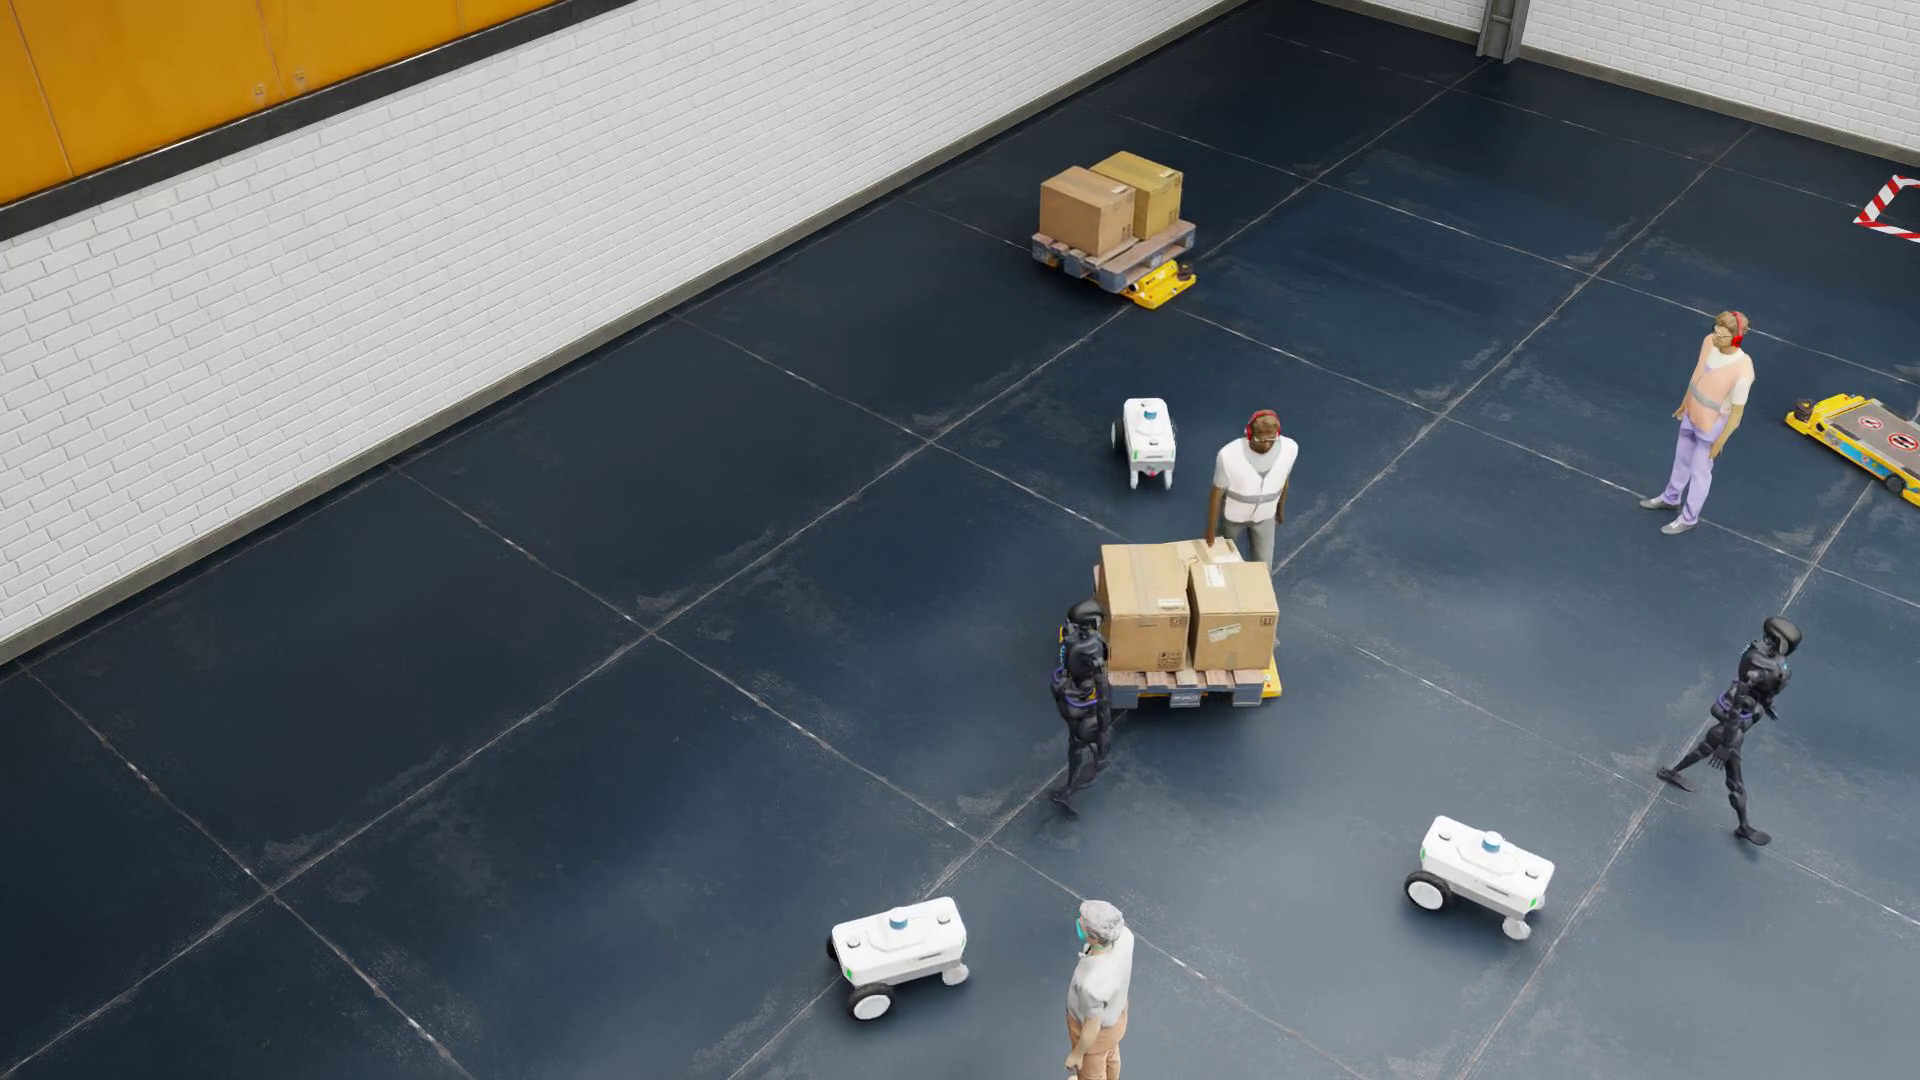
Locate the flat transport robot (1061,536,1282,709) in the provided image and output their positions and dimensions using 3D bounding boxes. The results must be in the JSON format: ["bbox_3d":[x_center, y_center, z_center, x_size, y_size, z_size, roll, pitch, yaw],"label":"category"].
[{"bbox_3d":[1.422,0.796,11.299,1.431,0.231,0.659,-1,39,-1],"label":"flat transport robot"}]

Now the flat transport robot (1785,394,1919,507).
[{"bbox_3d":[7.370,-0.728,13.190,0.659,0.231,1.431,-18,42,-21],"label":"flat transport robot"}]

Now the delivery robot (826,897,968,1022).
[{"bbox_3d":[-0.343,2.265,9.234,0.769,0.577,0.499,-12,40,-14],"label":"delivery robot"}]

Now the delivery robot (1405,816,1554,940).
[{"bbox_3d":[3.034,1.925,9.663,0.788,0.587,0.499,22,44,25],"label":"delivery robot"}]

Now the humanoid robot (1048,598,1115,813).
[{"bbox_3d":[0.701,0.969,9.963,0.411,1.653,0.583,-15,41,-17],"label":"humanoid robot"}]

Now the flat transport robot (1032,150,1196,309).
[{"bbox_3d":[1.425,-2.583,15.493,1.431,0.231,0.659,30,47,31],"label":"flat transport robot"}]

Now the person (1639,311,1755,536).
[{"bbox_3d":[5.432,-0.859,12.099,0.373,1.840,0.568,-5,39,-7],"label":"person"}]

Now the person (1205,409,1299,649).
[{"bbox_3d":[1.945,-0.147,11.258,0.612,1.797,0.898,-7,39,-8],"label":"person"}]

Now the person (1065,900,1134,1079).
[{"bbox_3d":[0.658,2.362,8.176,0.321,1.748,0.476,15,41,18],"label":"person"}]

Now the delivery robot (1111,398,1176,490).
[{"bbox_3d":[1.475,-0.793,13.037,0.499,0.587,0.788,-1,39,-1],"label":"delivery robot"}]

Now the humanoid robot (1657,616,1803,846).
[{"bbox_3d":[4.694,1.061,9.883,0.611,1.621,0.796,-31,48,-32],"label":"humanoid robot"}]
